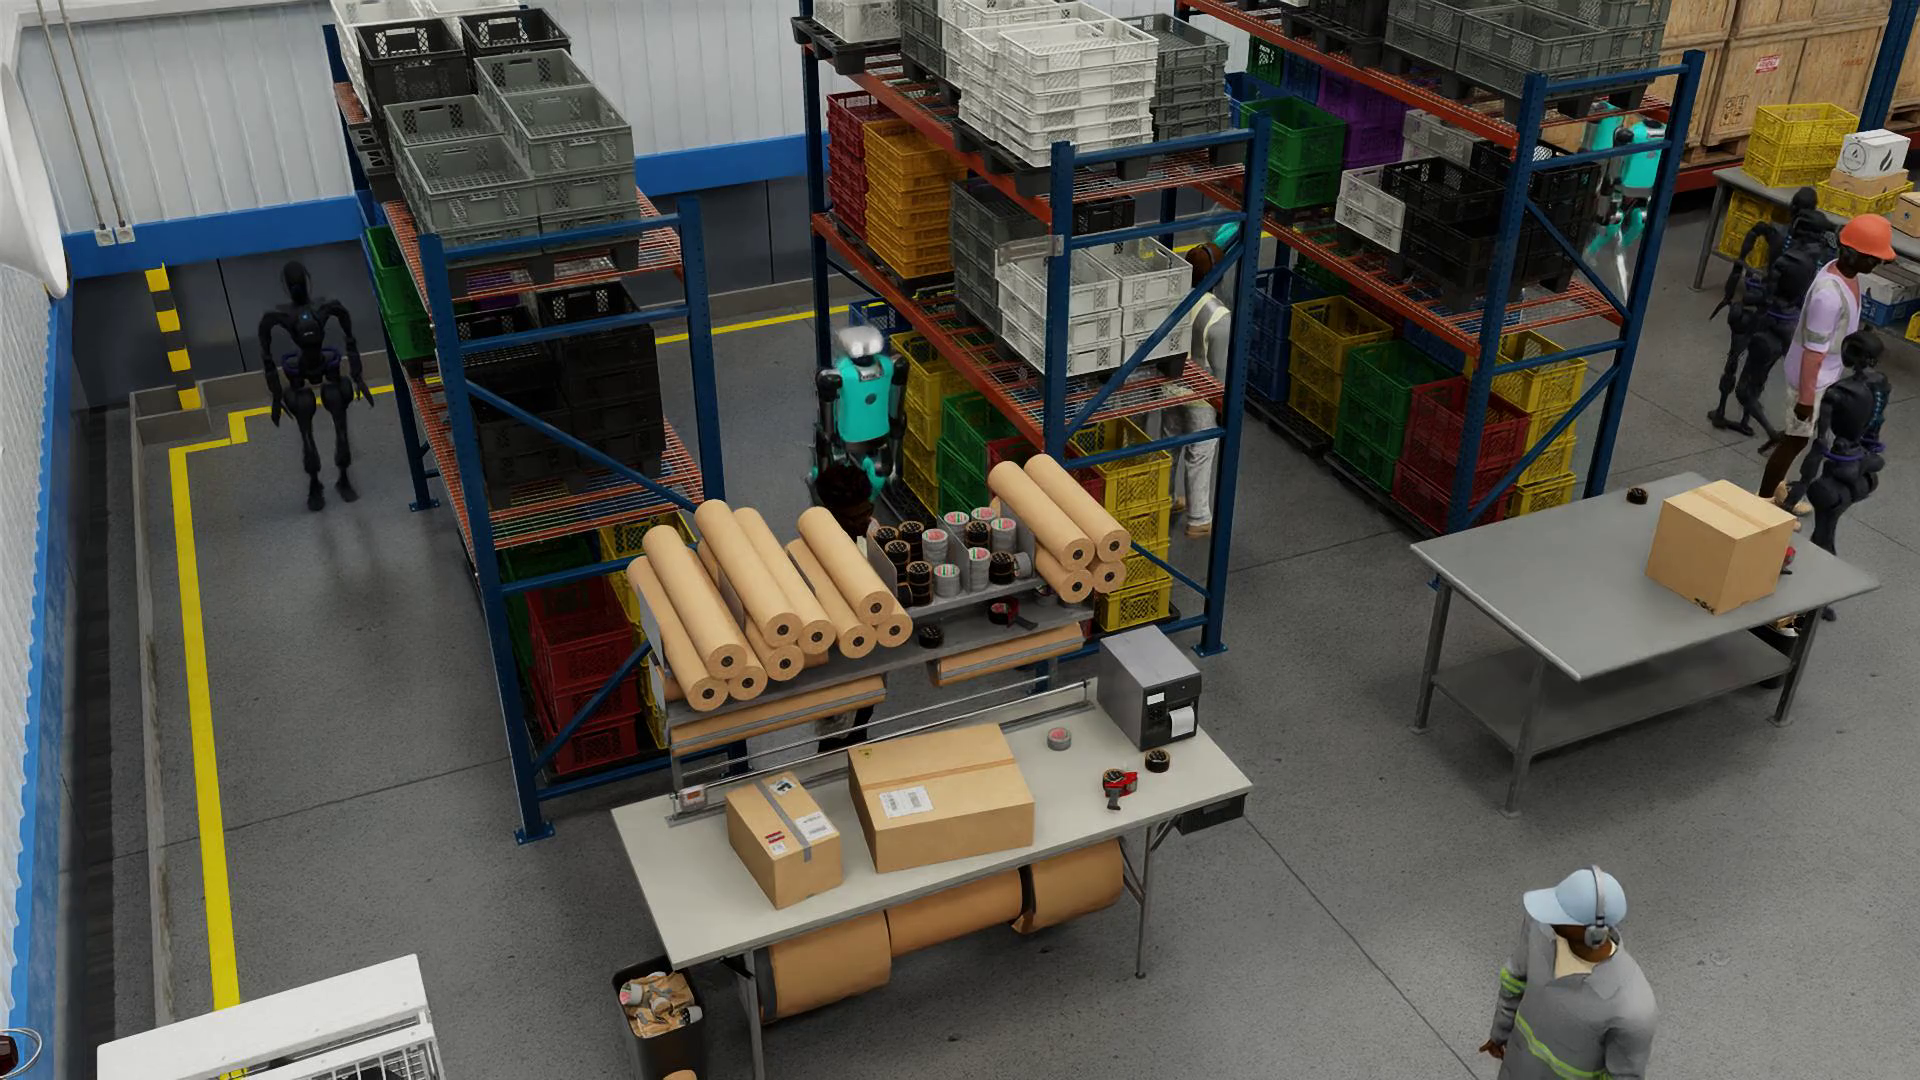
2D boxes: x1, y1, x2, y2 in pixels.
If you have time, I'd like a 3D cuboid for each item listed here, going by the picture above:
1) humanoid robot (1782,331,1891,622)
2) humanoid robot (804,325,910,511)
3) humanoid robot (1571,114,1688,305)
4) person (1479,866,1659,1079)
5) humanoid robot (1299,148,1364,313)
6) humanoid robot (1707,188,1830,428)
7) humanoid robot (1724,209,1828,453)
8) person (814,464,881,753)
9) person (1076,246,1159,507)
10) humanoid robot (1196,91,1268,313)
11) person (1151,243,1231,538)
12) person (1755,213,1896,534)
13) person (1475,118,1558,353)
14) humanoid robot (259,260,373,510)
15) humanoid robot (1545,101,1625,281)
[{"bbox_3d":[4.903,-0.372,9.245,0.600,1.631,0.538,-15,35,-23],"label":"humanoid robot"},{"bbox_3d":[-0.653,-0.481,9.389,0.531,1.758,1.012,-16,35,-24],"label":"humanoid robot"},{"bbox_3d":[5.045,-2.519,12.743,0.530,1.868,0.783,-1,32,-1],"label":"humanoid robot"},{"bbox_3d":[1.953,1.798,5.542,0.393,1.849,0.593,-11,33,-17],"label":"person"},{"bbox_3d":[2.886,-2.452,12.610,0.589,1.653,0.345,-9,33,-14],"label":"humanoid robot"},{"bbox_3d":[5.430,-1.593,11.231,0.617,1.628,0.702,15,35,23],"label":"humanoid robot"},{"bbox_3d":[5.364,-1.379,10.867,0.584,1.644,0.538,-21,37,-30],"label":"humanoid robot"},{"bbox_3d":[-0.497,0.525,7.501,0.368,1.965,0.605,14,34,22],"label":"person"},{"bbox_3d":[0.960,-1.051,10.193,0.588,1.823,0.403,13,34,20],"label":"person"},{"bbox_3d":[2.051,-2.566,12.747,0.712,1.775,0.584,-1,32,-2],"label":"humanoid robot"},{"bbox_3d":[1.402,-0.892,9.919,0.429,1.844,0.621,-21,37,-30],"label":"person"},{"bbox_3d":[5.108,-0.980,9.886,0.400,2.030,0.614,19,36,28],"label":"person"},{"bbox_3d":[3.954,-2.222,12.040,0.583,1.881,0.337,-2,32,-4],"label":"person"},{"bbox_3d":[-3.941,-0.953,10.187,0.594,1.646,0.375,-16,35,-24],"label":"humanoid robot"},{"bbox_3d":[4.821,-2.888,13.191,0.689,1.734,0.546,27,41,37],"label":"humanoid robot"}]
